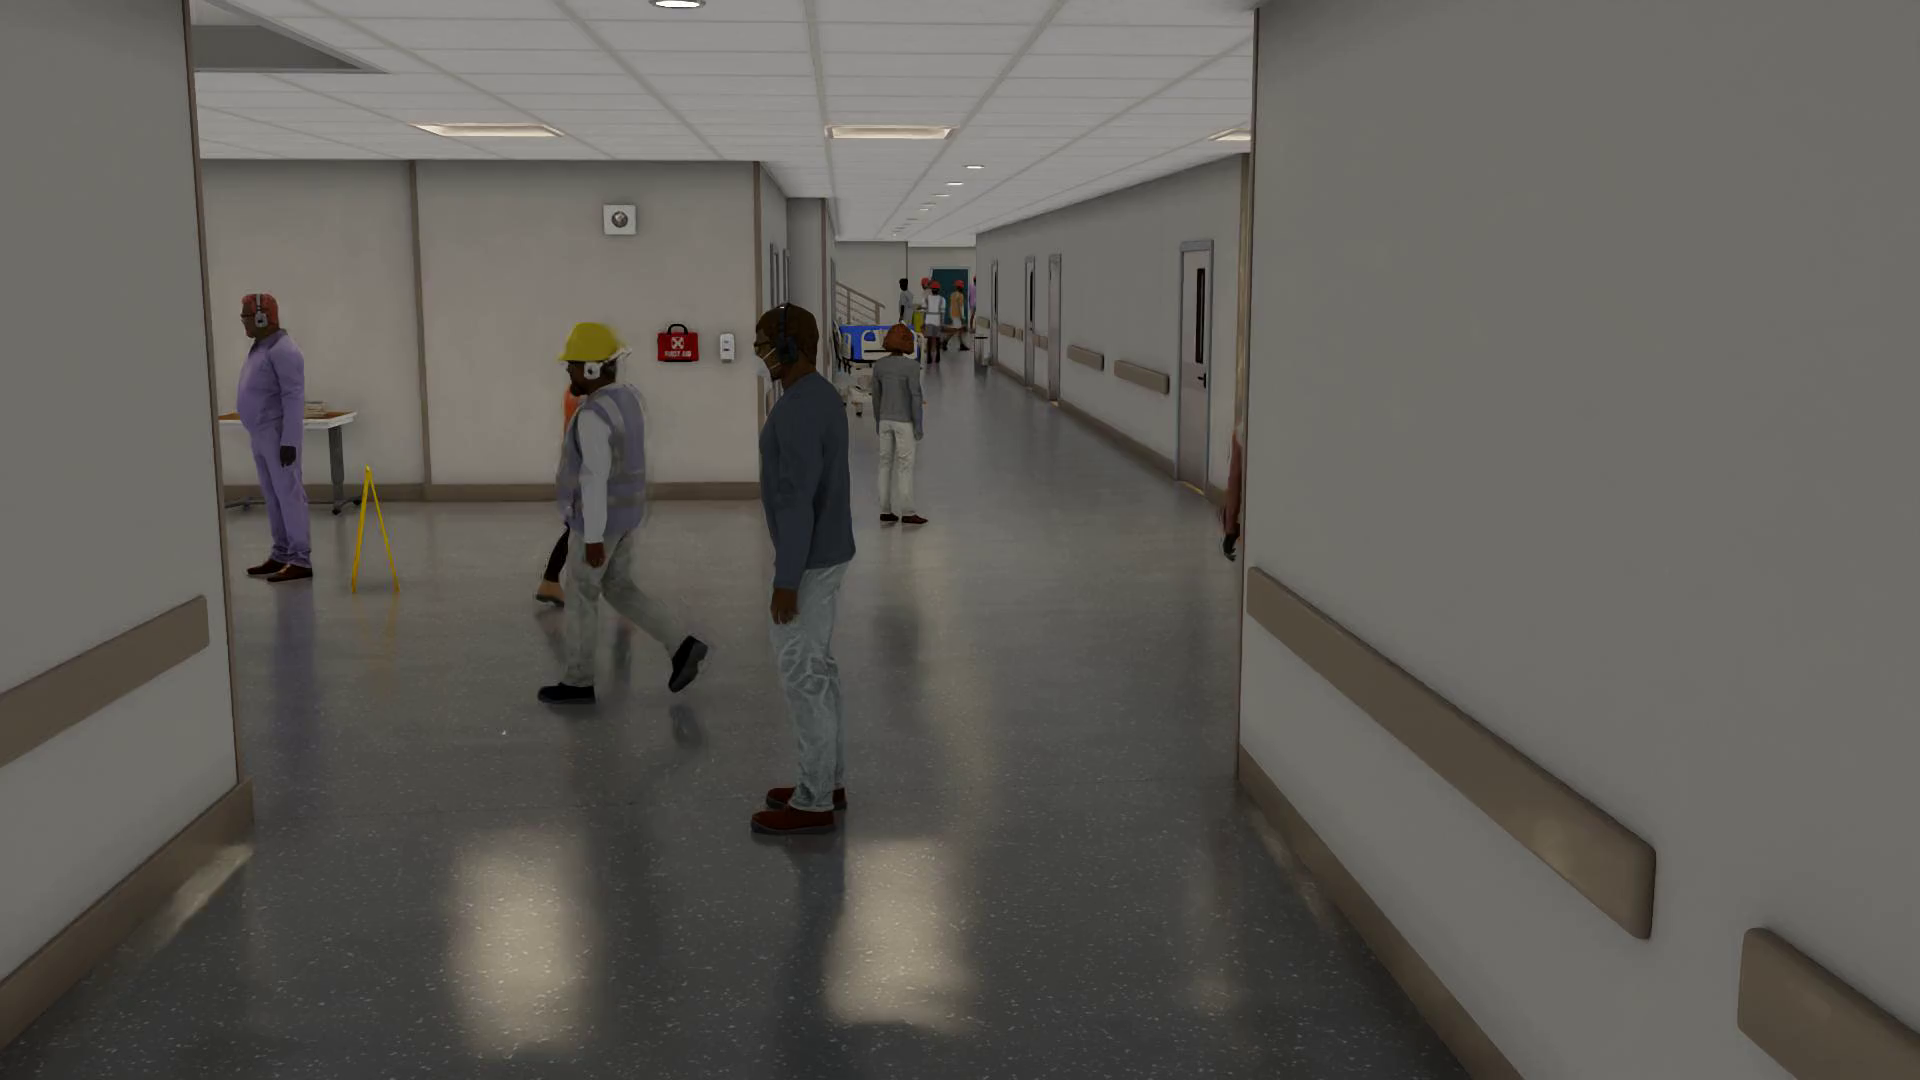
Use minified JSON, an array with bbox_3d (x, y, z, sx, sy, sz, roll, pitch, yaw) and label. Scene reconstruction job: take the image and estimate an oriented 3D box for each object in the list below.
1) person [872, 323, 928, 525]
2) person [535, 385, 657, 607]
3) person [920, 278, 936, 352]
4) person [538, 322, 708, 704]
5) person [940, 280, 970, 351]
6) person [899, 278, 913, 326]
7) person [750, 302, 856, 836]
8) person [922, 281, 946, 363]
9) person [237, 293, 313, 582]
[{"bbox_3d":[-0.499,-0.938,13.519,0.501,1.633,0.286,8,12,40],"label":"person"},{"bbox_3d":[-2.229,-0.398,10.027,0.644,1.686,0.550,-6,11,-31],"label":"person"},{"bbox_3d":[-0.817,-5.907,43.700,0.571,1.955,0.649,6,11,31],"label":"person"},{"bbox_3d":[-1.613,-0.113,7.775,0.726,1.809,0.597,1,9,9],"label":"person"},{"bbox_3d":[-0.147,-5.993,44.437,0.880,1.908,0.552,-4,10,-25],"label":"person"},{"bbox_3d":[-1.425,-5.849,43.380,0.389,1.951,0.615,3,10,19],"label":"person"},{"bbox_3d":[-0.576,0.100,6.096,0.382,1.928,0.635,0,9,1],"label":"person"},{"bbox_3d":[-0.607,-5.016,38.329,0.547,1.901,0.928,0,9,2],"label":"person"},{"bbox_3d":[-4.579,-0.679,11.055,0.400,1.903,0.645,-7,12,-39],"label":"person"}]
